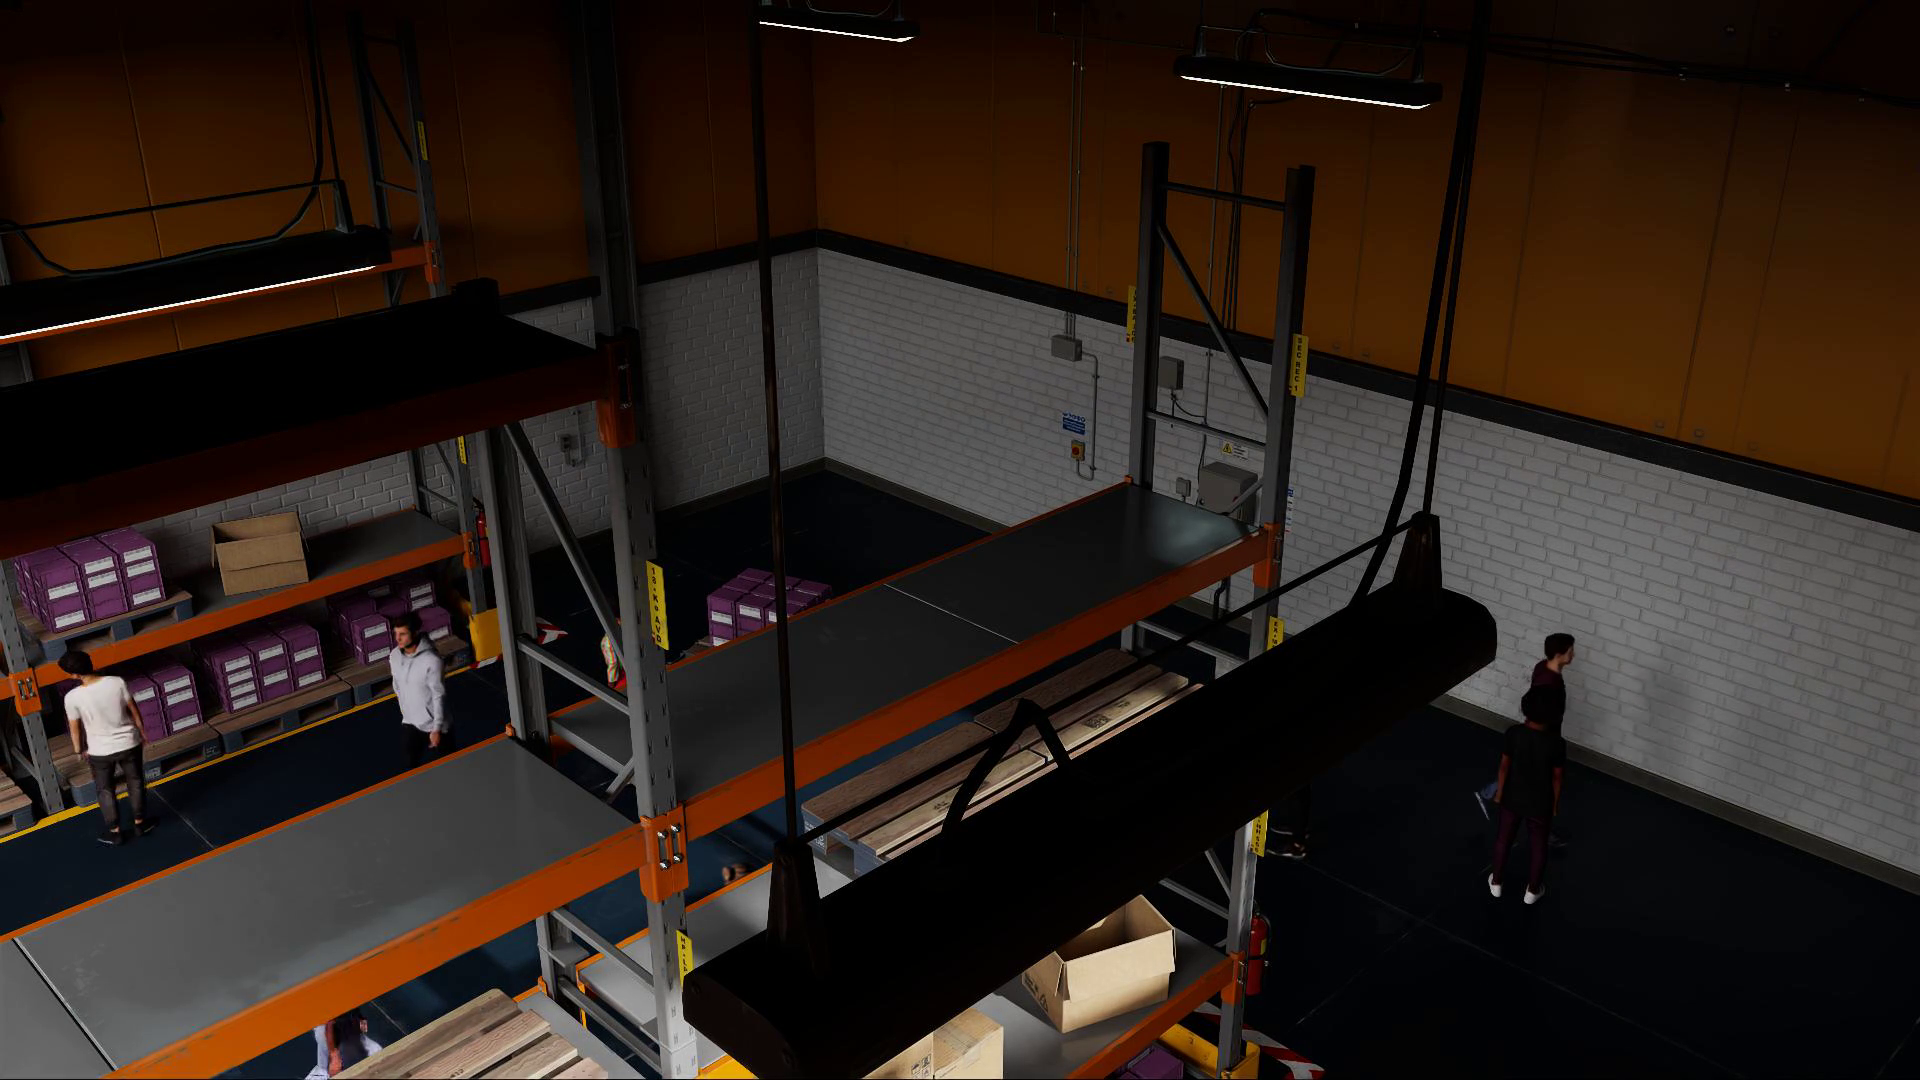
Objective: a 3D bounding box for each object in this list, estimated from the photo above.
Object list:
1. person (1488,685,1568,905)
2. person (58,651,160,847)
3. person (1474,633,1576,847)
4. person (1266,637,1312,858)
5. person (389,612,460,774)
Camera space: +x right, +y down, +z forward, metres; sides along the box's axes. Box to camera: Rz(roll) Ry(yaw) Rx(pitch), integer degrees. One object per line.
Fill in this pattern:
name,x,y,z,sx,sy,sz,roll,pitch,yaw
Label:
person,4.235,1.889,12.397,0.699,1.784,0.691,11,26,23
person,-6.691,1.606,13.164,0.577,1.689,0.789,-6,24,-14
person,4.506,1.554,13.103,1.021,1.833,1.059,6,24,15
person,2.638,1.593,12.996,0.795,1.847,0.665,8,25,17
person,-4.221,1.415,13.373,1.100,1.871,1.315,6,24,13
